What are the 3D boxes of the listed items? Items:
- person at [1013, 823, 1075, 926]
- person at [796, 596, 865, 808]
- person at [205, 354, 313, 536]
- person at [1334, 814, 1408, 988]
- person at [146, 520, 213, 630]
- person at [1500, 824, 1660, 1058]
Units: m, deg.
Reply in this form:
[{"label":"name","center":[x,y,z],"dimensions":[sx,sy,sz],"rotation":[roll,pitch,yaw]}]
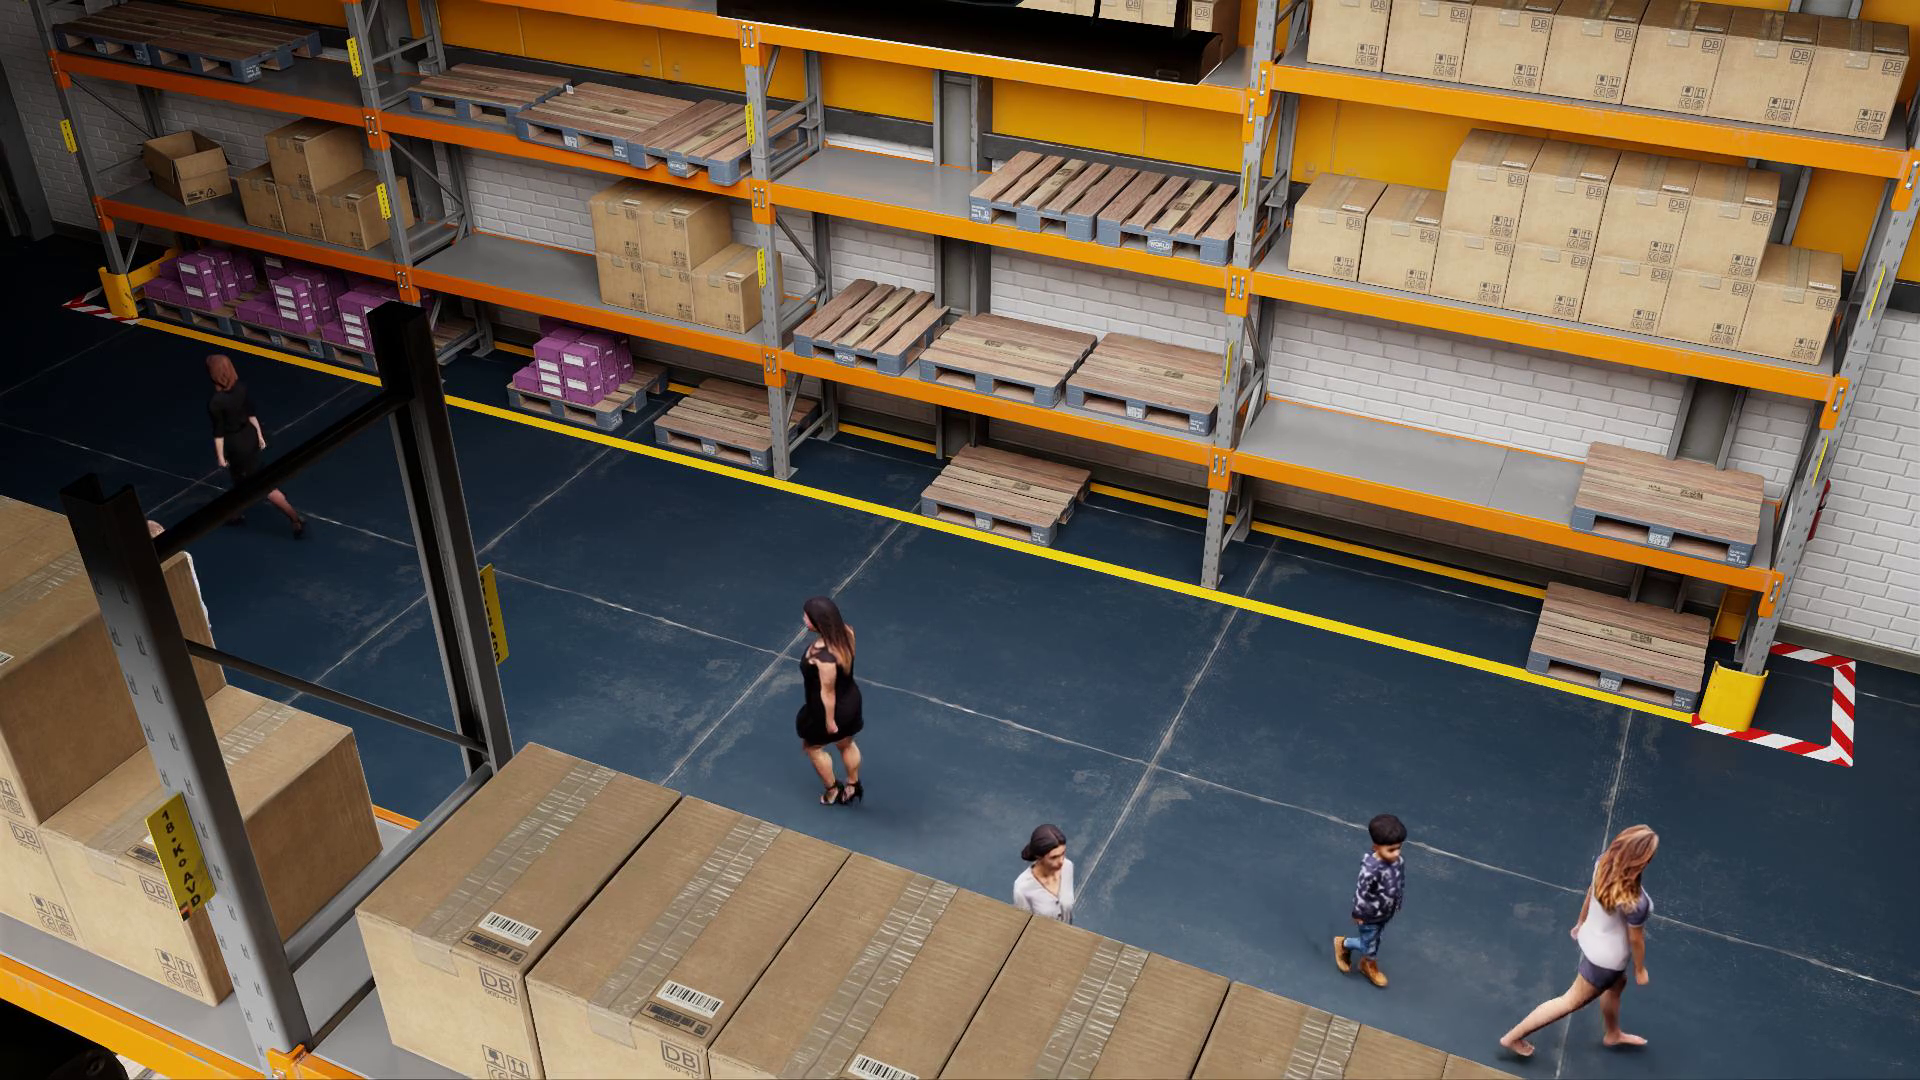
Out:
[{"label":"person","center":[0.368,2.230,9.175],"dimensions":[0.985,1.719,1.188],"rotation":[-20,38,-27]},{"label":"person","center":[-0.743,1.104,10.883],"dimensions":[0.666,1.704,0.690],"rotation":[10,35,15]},{"label":"person","center":[-5.817,-0.721,13.665],"dimensions":[1.129,1.663,0.728],"rotation":[8,34,12]},{"label":"person","center":[2.422,2.100,9.801],"dimensions":[0.625,1.243,0.696],"rotation":[-21,39,-29]},{"label":"person","center":[-5.342,0.662,11.484],"dimensions":[1.141,1.775,0.793],"rotation":[25,41,32]},{"label":"person","center":[3.450,2.270,9.140],"dimensions":[1.170,1.692,0.888],"rotation":[1,34,1]}]
